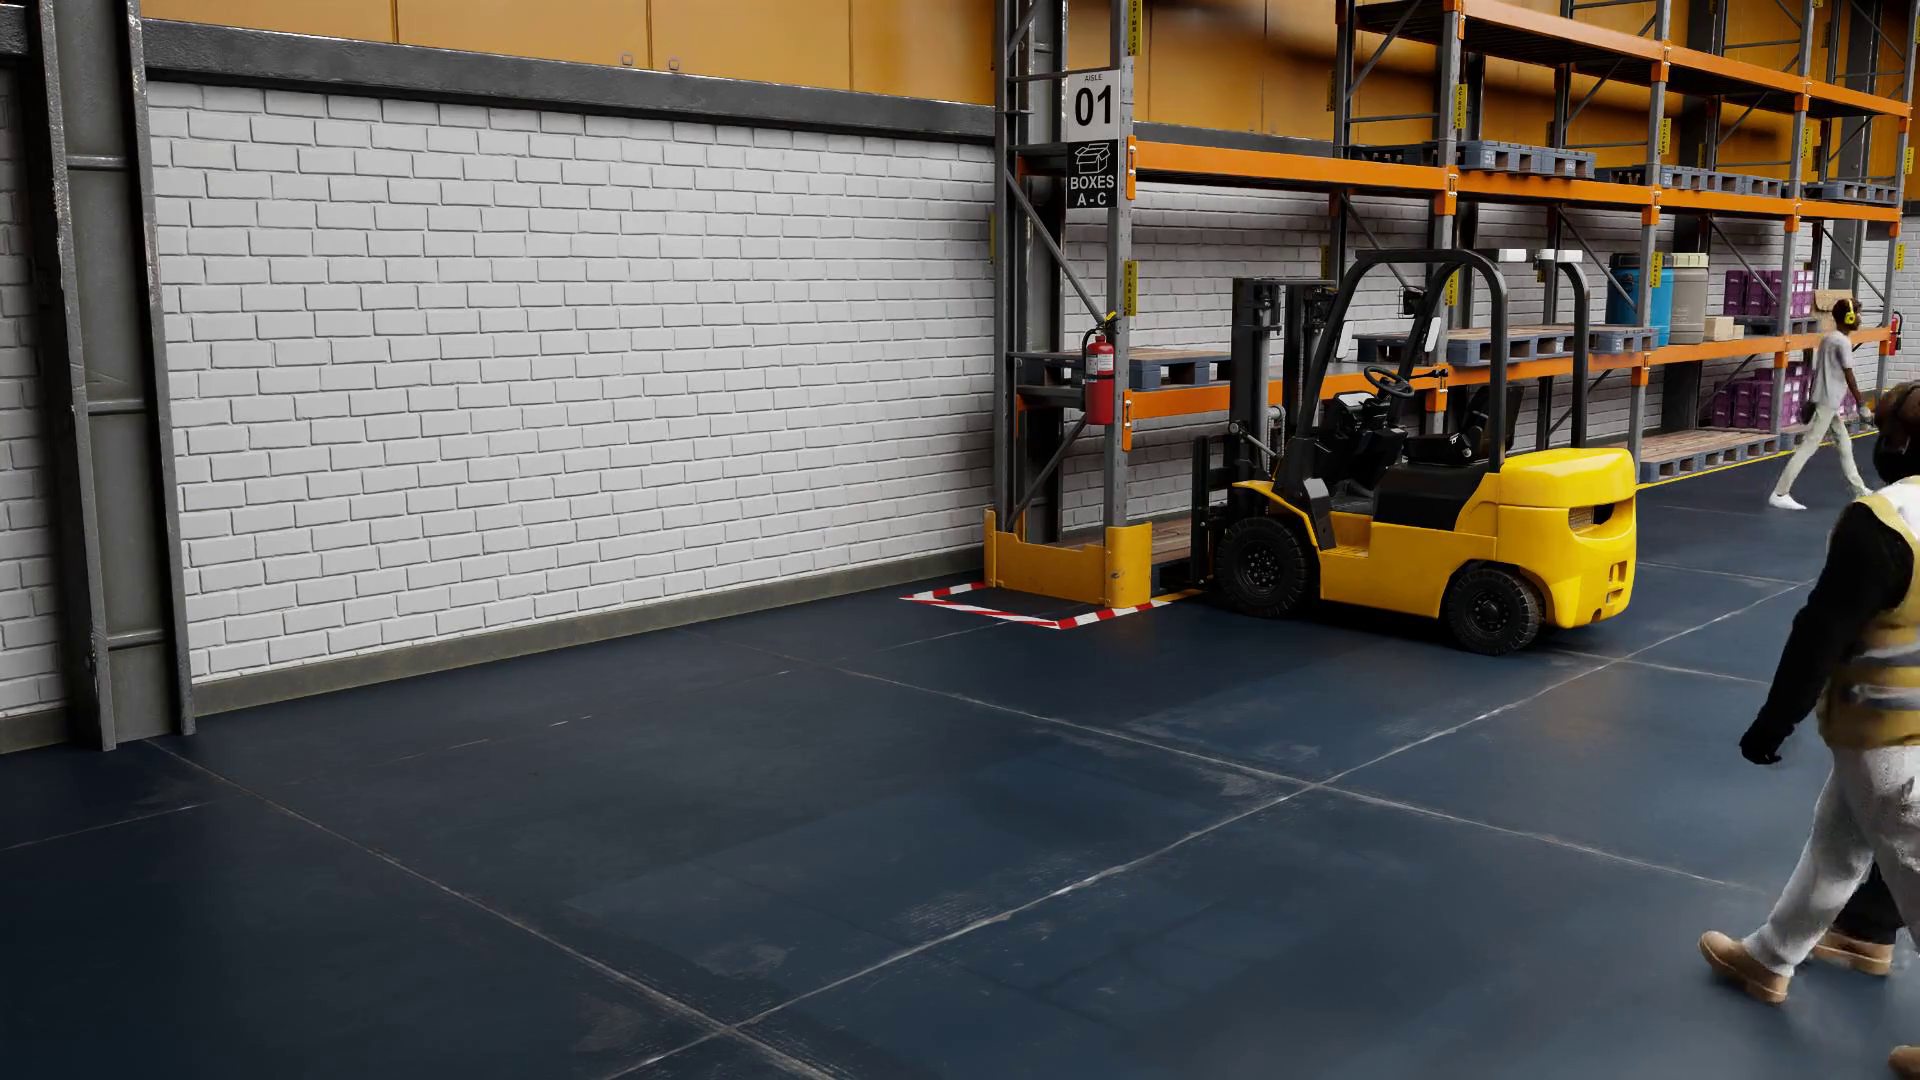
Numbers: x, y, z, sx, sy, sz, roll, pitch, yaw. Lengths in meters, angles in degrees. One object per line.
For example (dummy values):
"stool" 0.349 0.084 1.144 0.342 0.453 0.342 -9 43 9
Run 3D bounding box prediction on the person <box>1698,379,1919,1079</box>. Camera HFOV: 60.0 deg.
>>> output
"person" 2.419 0.481 4.365 0.636 1.789 0.948 -6 11 -35

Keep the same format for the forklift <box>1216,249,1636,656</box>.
"forklift" 2.710 -0.584 9.626 2.313 2.155 1.214 9 13 43

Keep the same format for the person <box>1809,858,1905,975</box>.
"person" 2.891 0.278 4.810 0.893 2.000 0.704 7 12 36

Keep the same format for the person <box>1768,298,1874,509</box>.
"person" 7.508 -1.146 14.268 1.032 1.807 0.495 3 10 16
